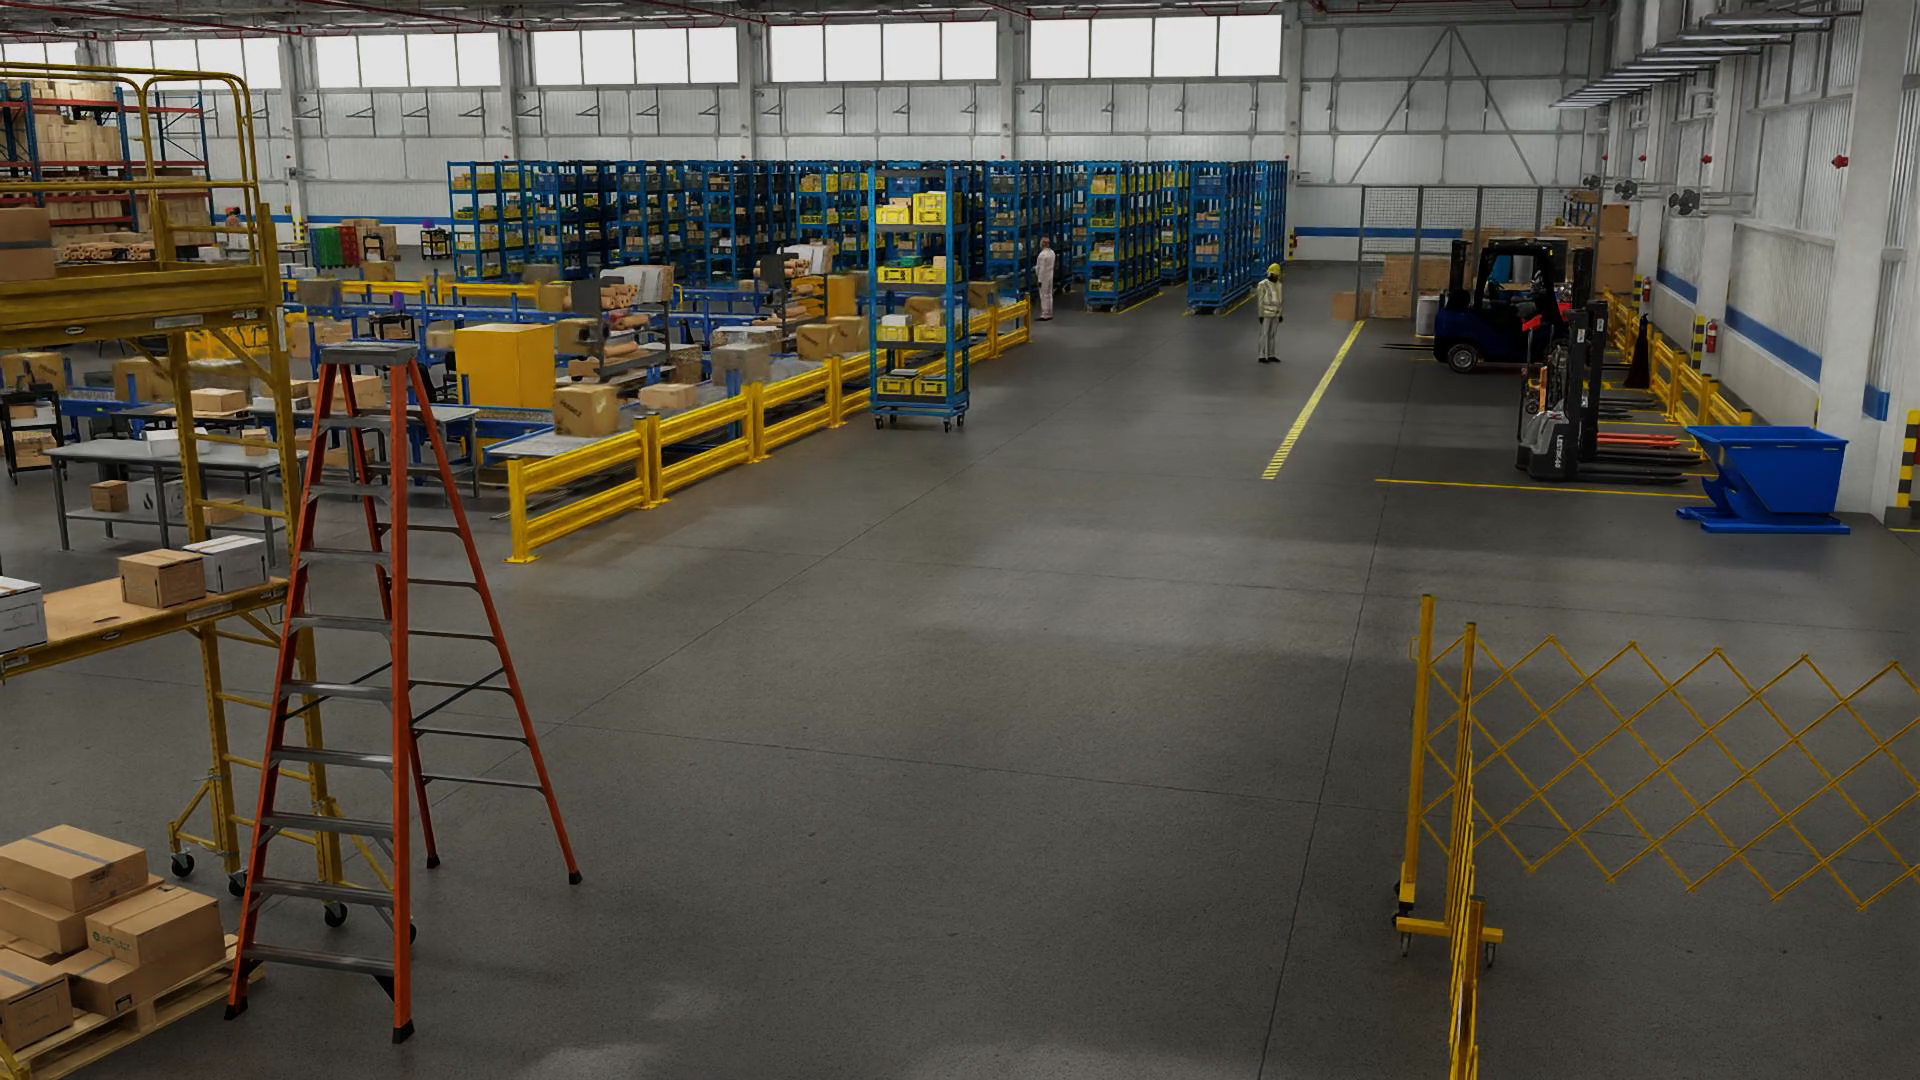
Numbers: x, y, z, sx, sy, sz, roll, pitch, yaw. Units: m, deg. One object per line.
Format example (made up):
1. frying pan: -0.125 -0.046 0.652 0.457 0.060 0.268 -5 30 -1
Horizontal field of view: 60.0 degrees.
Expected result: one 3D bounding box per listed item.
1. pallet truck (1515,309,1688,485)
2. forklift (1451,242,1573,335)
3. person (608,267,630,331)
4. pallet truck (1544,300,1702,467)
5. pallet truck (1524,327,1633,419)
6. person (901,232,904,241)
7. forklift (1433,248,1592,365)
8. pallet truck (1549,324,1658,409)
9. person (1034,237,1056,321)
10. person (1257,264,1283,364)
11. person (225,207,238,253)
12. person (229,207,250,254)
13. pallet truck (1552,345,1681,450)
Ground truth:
1. pallet truck: 7.554 -1.677 19.446 1.885 1.965 0.823 3 13 14
2. forklift: 10.464 -4.597 31.405 2.680 1.987 1.157 4 14 16
3. person: -6.217 -4.088 30.382 0.523 1.760 0.325 9 16 33
4. pallet truck: 8.263 -1.952 20.631 1.885 1.965 0.823 5 14 20
5. pallet truck: 9.065 -2.460 24.370 1.522 1.261 0.704 3 13 14
6. person: -1.621 -9.487 53.594 0.574 1.816 0.852 2 13 10
7. forklift: 9.780 -4.111 29.280 2.680 1.987 1.157 3 13 14
8. pallet truck: 9.824 -2.669 25.407 1.601 1.201 0.680 4 14 16
9. person: 1.945 -6.013 38.363 0.408 1.913 0.643 7 15 26
10. person: 5.706 -4.153 30.520 0.586 1.823 0.403 -10 16 -37
11. person: -25.600 -10.708 58.493 0.415 1.985 0.611 3 13 11
12. person: -27.846 -11.950 64.274 0.974 1.788 0.653 -3 13 -12
13. pallet truck: 8.641 -1.896 21.908 1.630 1.274 0.653 4 14 16
